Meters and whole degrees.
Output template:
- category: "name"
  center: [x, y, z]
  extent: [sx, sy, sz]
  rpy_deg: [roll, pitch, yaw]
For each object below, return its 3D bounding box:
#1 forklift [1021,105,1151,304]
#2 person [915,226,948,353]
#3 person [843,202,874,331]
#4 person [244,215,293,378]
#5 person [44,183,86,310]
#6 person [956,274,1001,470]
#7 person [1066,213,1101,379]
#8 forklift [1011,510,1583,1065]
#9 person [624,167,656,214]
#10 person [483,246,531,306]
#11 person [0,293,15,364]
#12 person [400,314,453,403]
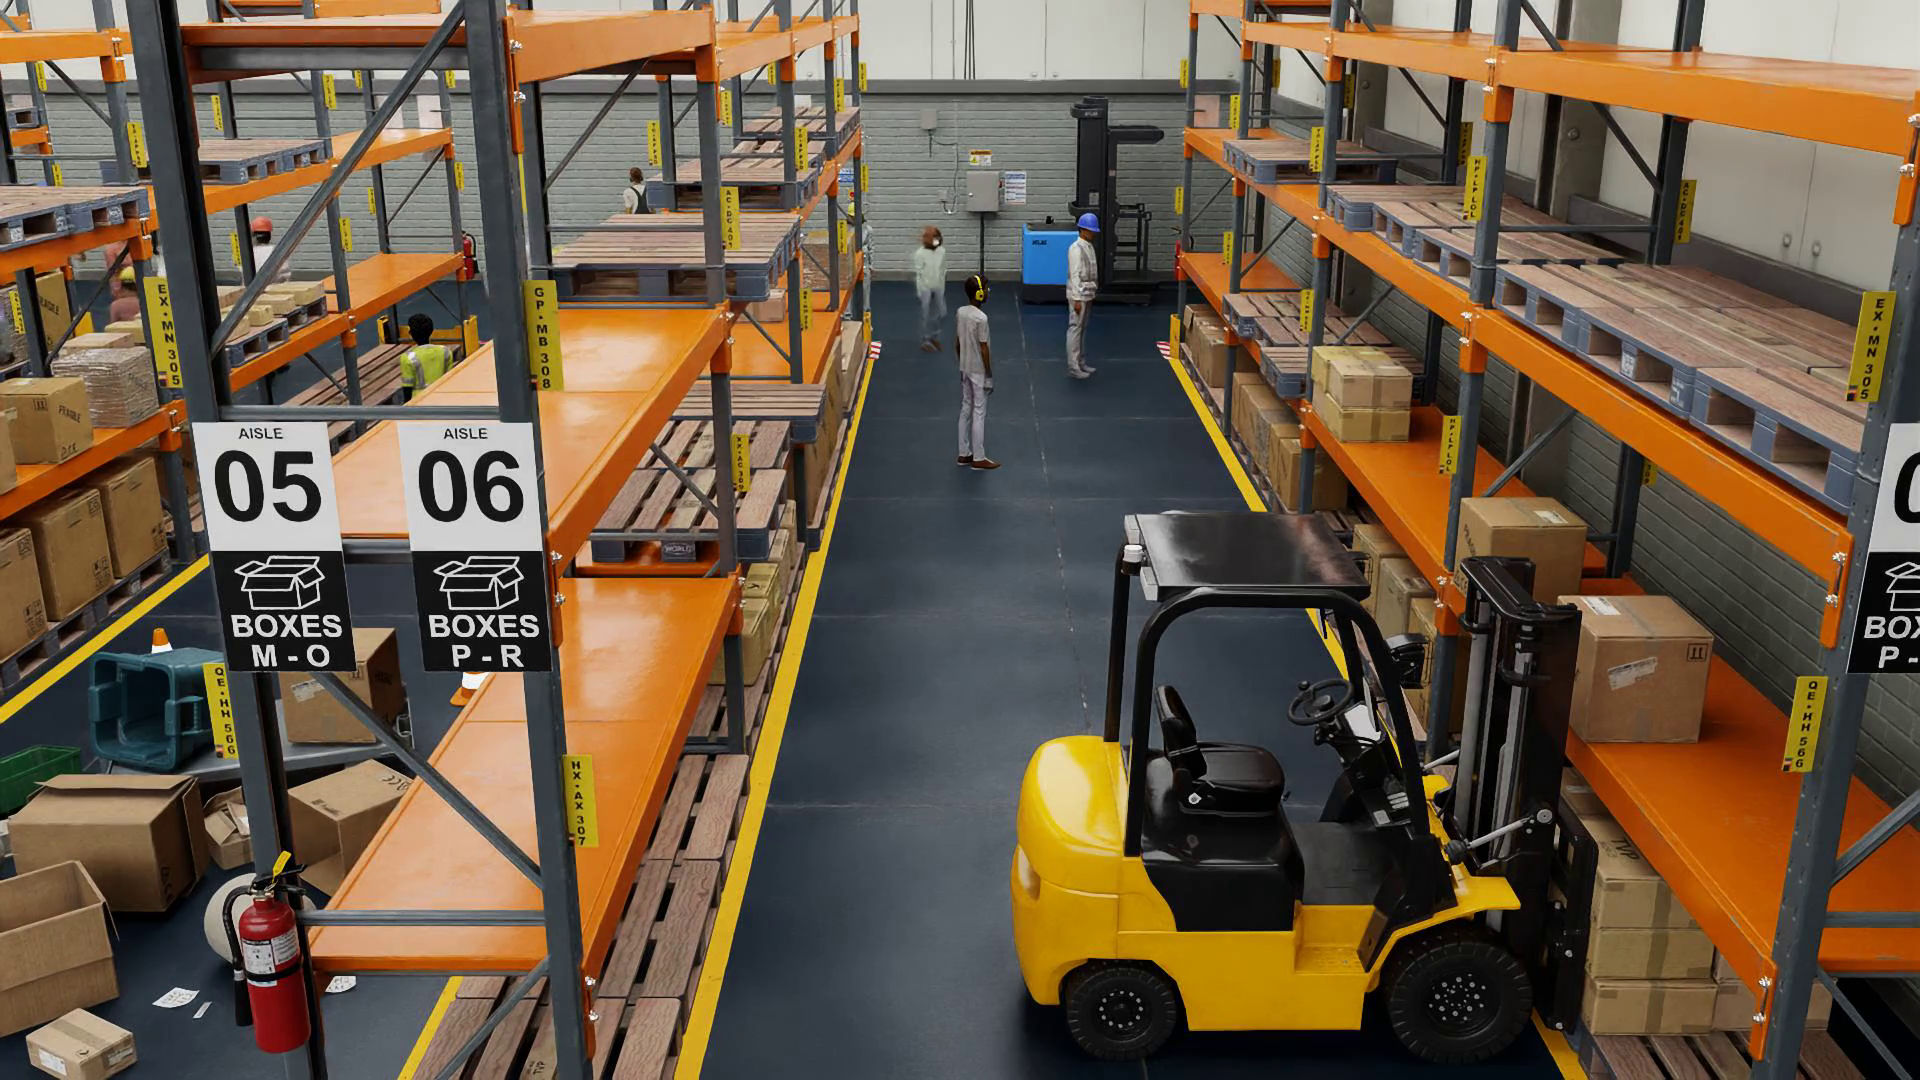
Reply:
- category: "forklift"
  center: [1.857, -4.944, 24.441]
  extent: [1.873, 2.768, 1.129]
  rpy_deg: [0, 18, 0]
- category: "person"
  center: [-0.371, -3.157, 21.029]
  extent: [0.512, 1.616, 0.394]
  rpy_deg: [-12, 22, -32]
- category: "person"
  center: [-1.389, -3.672, 22.393]
  extent: [0.485, 1.736, 0.322]
  rpy_deg: [-4, 19, -11]
- category: "person"
  center: [-8.179, -2.856, 19.665]
  extent: [0.566, 1.909, 0.799]
  rpy_deg: [-1, 18, -3]
- category: "person"
  center: [-12.620, -4.072, 23.311]
  extent: [0.851, 1.919, 0.614]
  rpy_deg: [10, 21, 27]
- category: "person"
  center: [0.161, -1.605, 15.930]
  extent: [0.328, 1.872, 0.512]
  rpy_deg: [-12, 22, -32]
- category: "person"
  center: [1.454, -2.892, 19.713]
  extent: [0.401, 1.938, 0.602]
  rpy_deg: [6, 19, 18]
- category: "forklift"
  center: [1.387, 1.055, 7.378]
  extent: [2.313, 2.155, 1.214]
  rpy_deg: [0, 18, 0]
- category: "person"
  center: [-4.944, -4.831, 25.732]
  extent: [0.504, 1.839, 0.344]
  rpy_deg: [-11, 21, -31]
- category: "person"
  center: [-5.512, -3.021, 20.300]
  extent: [0.596, 1.812, 0.450]
  rpy_deg: [0, 18, -1]
- category: "person"
  center: [-10.050, -1.999, 17.096]
  extent: [0.567, 1.880, 0.971]
  rpy_deg: [1, 18, 2]
- category: "person"
  center: [-4.763, -1.191, 14.964]
  extent: [0.319, 1.692, 0.537]
  rpy_deg: [14, 23, 35]
